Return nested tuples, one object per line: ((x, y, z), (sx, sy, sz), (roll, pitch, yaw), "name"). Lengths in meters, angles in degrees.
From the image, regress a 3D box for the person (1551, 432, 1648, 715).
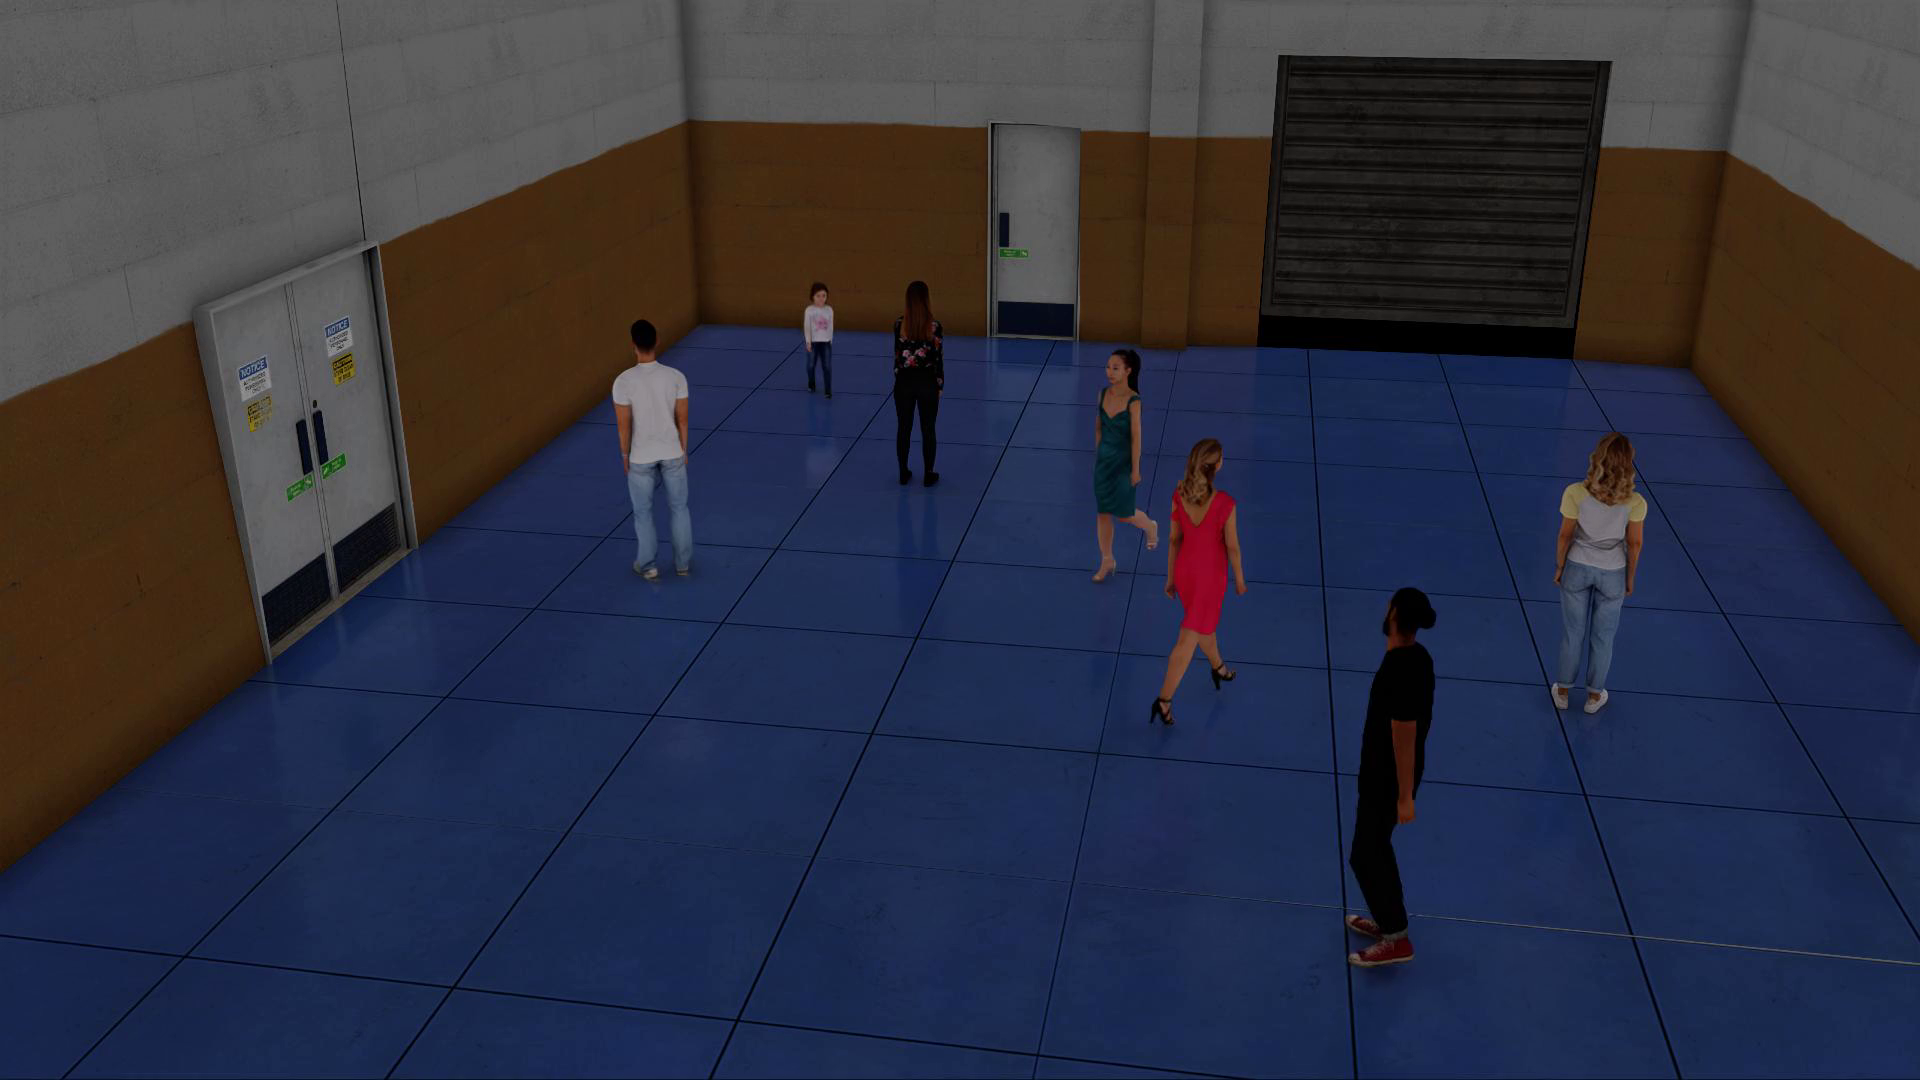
((3.716, 0.199, 9.725), (0.561, 1.723, 0.730), (9, 23, 21), "person")

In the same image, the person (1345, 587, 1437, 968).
((1.970, 1.107, 7.519), (0.602, 1.700, 0.807), (2, 22, 4), "person")

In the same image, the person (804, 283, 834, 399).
((-1.369, -1.913, 15.858), (0.799, 1.085, 0.698), (-5, 22, -12), "person")

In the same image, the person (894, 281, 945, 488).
((-0.350, -1.262, 13.435), (0.440, 1.684, 0.617), (4, 22, 10), "person")

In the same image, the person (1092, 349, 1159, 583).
((1.151, -0.521, 11.606), (0.888, 1.673, 0.864), (-19, 28, -38), "person")

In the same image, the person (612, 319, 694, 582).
((-2.120, -0.620, 11.597), (0.712, 1.863, 0.827), (-8, 23, -19), "person")

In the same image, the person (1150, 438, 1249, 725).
((1.335, 0.283, 9.601), (1.059, 1.677, 1.079), (-19, 29, -39), "person")
